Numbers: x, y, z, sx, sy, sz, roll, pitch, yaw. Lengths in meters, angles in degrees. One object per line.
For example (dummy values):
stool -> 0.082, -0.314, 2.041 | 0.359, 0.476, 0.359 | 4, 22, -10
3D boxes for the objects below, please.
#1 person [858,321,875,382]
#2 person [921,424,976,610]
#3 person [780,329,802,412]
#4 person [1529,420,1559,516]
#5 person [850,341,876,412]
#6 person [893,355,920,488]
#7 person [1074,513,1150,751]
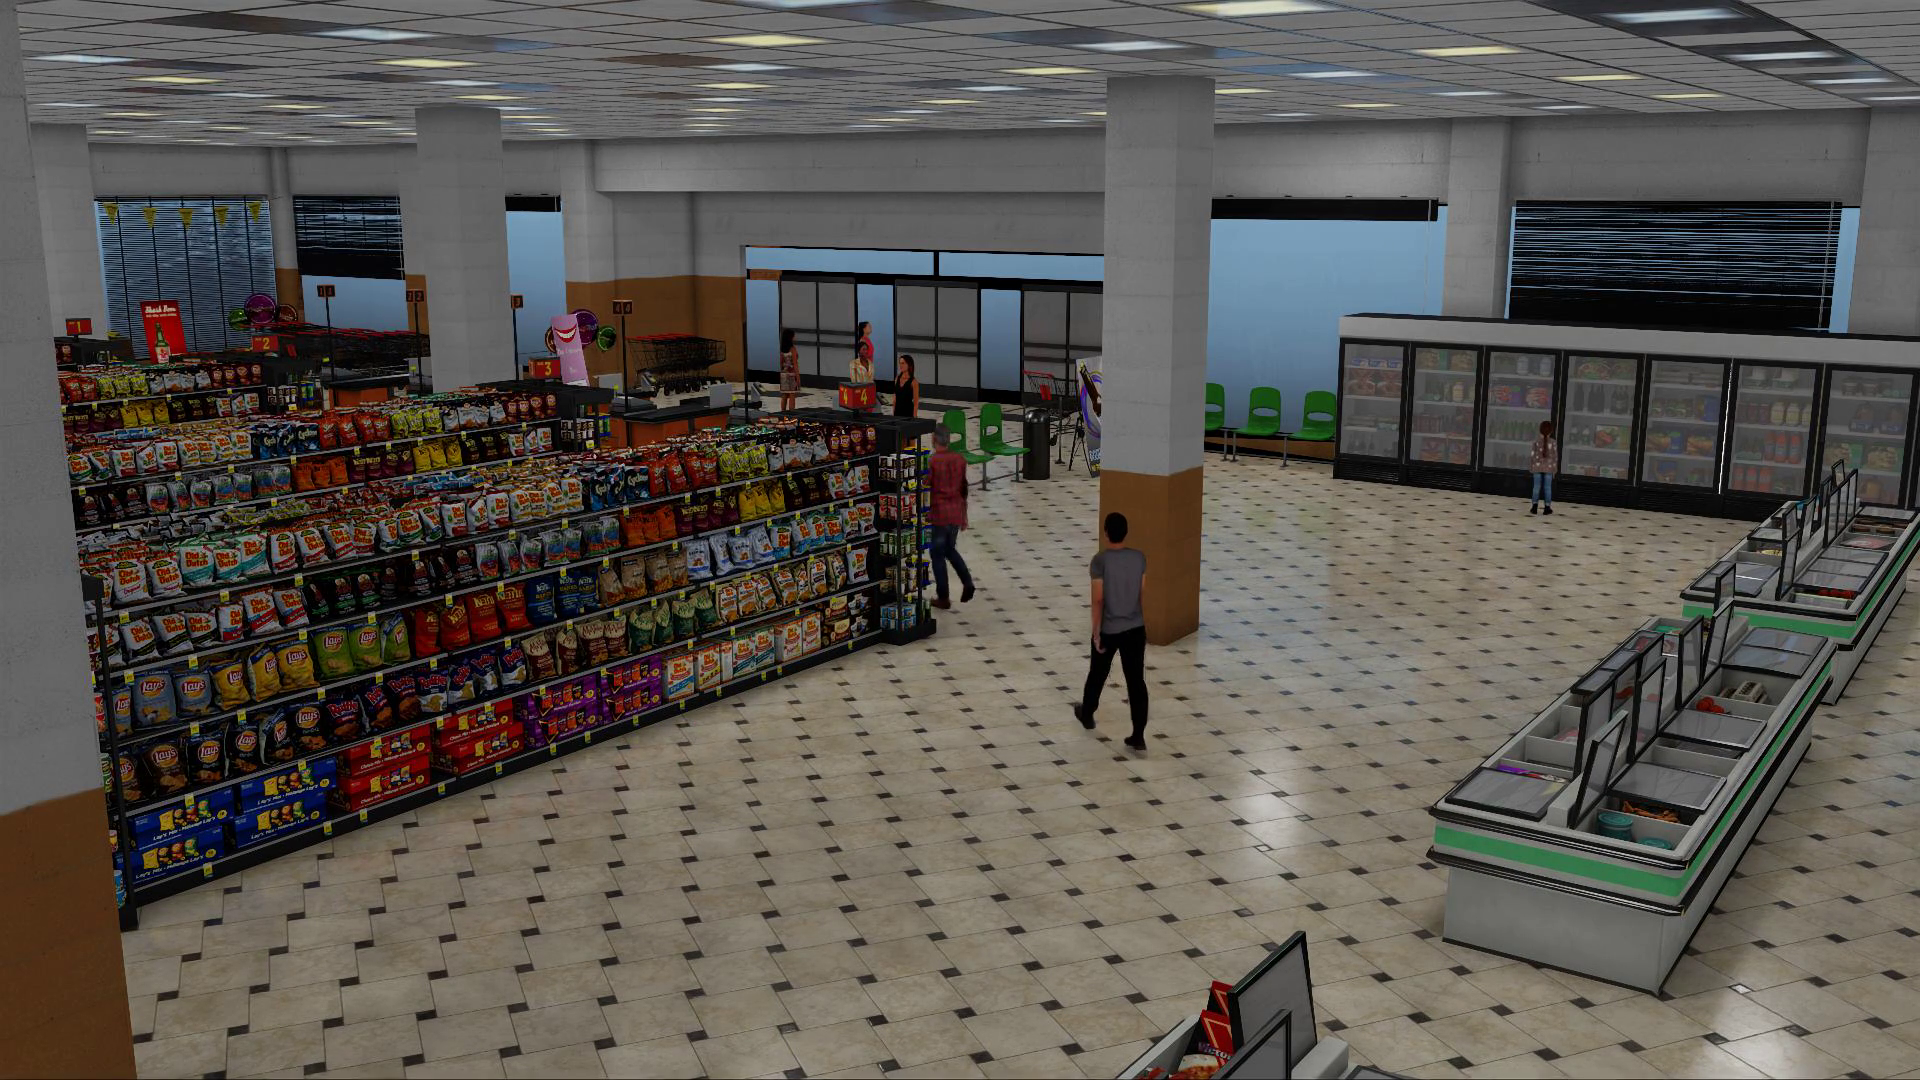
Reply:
person -> -1.695, -3.078, 29.958 | 0.753, 1.728, 0.632 | 3, 12, 13
person -> -0.110, -0.200, 16.090 | 0.816, 1.812, 0.865 | -8, 14, -35
person -> -3.005, -2.886, 29.252 | 0.600, 1.644, 0.693 | -11, 16, -42
person -> 7.370, -0.920, 21.004 | 0.524, 1.194, 0.521 | 5, 13, 22
person -> -1.478, -2.125, 25.273 | 0.571, 1.793, 0.717 | -9, 15, -36
person -> -0.737, -1.614, 22.749 | 0.583, 1.835, 0.524 | 9, 15, 37
person -> 1.197, 0.694, 12.090 | 1.120, 1.709, 1.125 | -3, 12, -15
